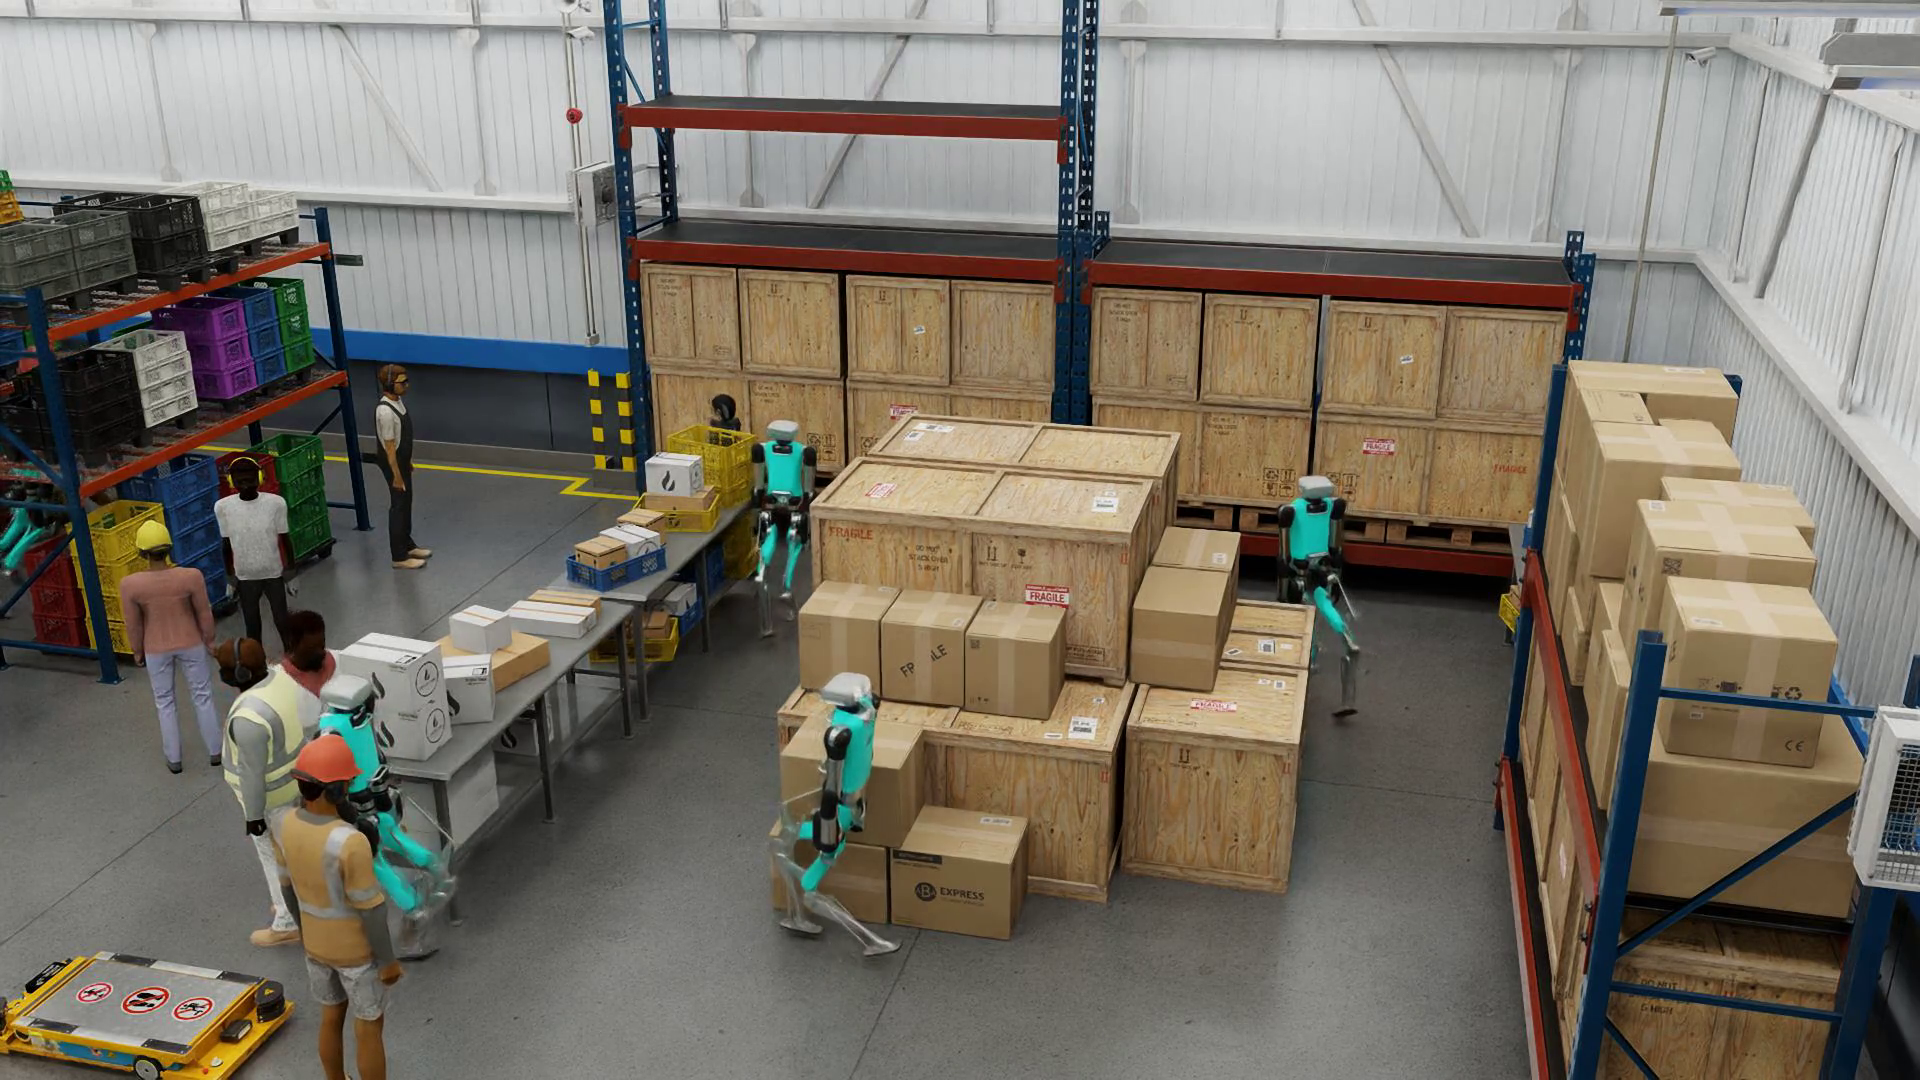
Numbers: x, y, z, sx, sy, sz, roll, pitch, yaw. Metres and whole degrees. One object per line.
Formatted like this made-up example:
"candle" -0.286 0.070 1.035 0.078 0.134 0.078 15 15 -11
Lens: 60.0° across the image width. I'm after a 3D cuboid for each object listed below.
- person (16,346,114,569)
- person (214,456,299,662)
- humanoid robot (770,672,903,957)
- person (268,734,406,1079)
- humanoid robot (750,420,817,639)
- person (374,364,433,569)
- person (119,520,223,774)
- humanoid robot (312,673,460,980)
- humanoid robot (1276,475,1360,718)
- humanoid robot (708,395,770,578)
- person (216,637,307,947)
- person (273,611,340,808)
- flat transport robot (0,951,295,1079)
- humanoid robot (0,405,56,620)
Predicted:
"person" -7.887 -0.760 14.641 0.609 1.987 1.044 10 23 24
"person" -5.095 0.274 12.109 0.497 1.861 0.332 -5 22 -14
"humanoid robot" -0.775 1.501 9.060 0.997 1.730 0.542 7 22 18
"person" -2.847 1.849 7.740 0.604 2.035 0.391 12 24 28
"humanoid robot" -1.434 0.011 13.075 0.530 1.778 1.015 3 21 7
"person" -4.896 -0.639 14.530 0.347 1.839 0.498 -3 21 -8
"person" -5.241 0.708 11.092 0.532 1.769 0.308 -9 23 -22
"humanoid robot" -2.987 1.548 8.900 0.689 1.773 0.537 2 21 4
"humanoid robot" 2.615 0.472 11.812 0.533 1.777 1.012 -8 22 -19
"humanoid robot" -1.957 -0.479 14.363 0.732 1.630 0.595 7 22 19
"person" -3.839 1.382 9.241 0.430 1.837 0.623 -1 21 -2
"person" -3.687 1.254 9.505 0.717 1.886 0.604 17 27 38
"flat transport robot" -4.270 2.464 8.601 1.431 0.231 0.659 5 22 13
"humanoid robot" -7.648 -0.154 13.406 0.544 1.807 0.775 12 24 28
